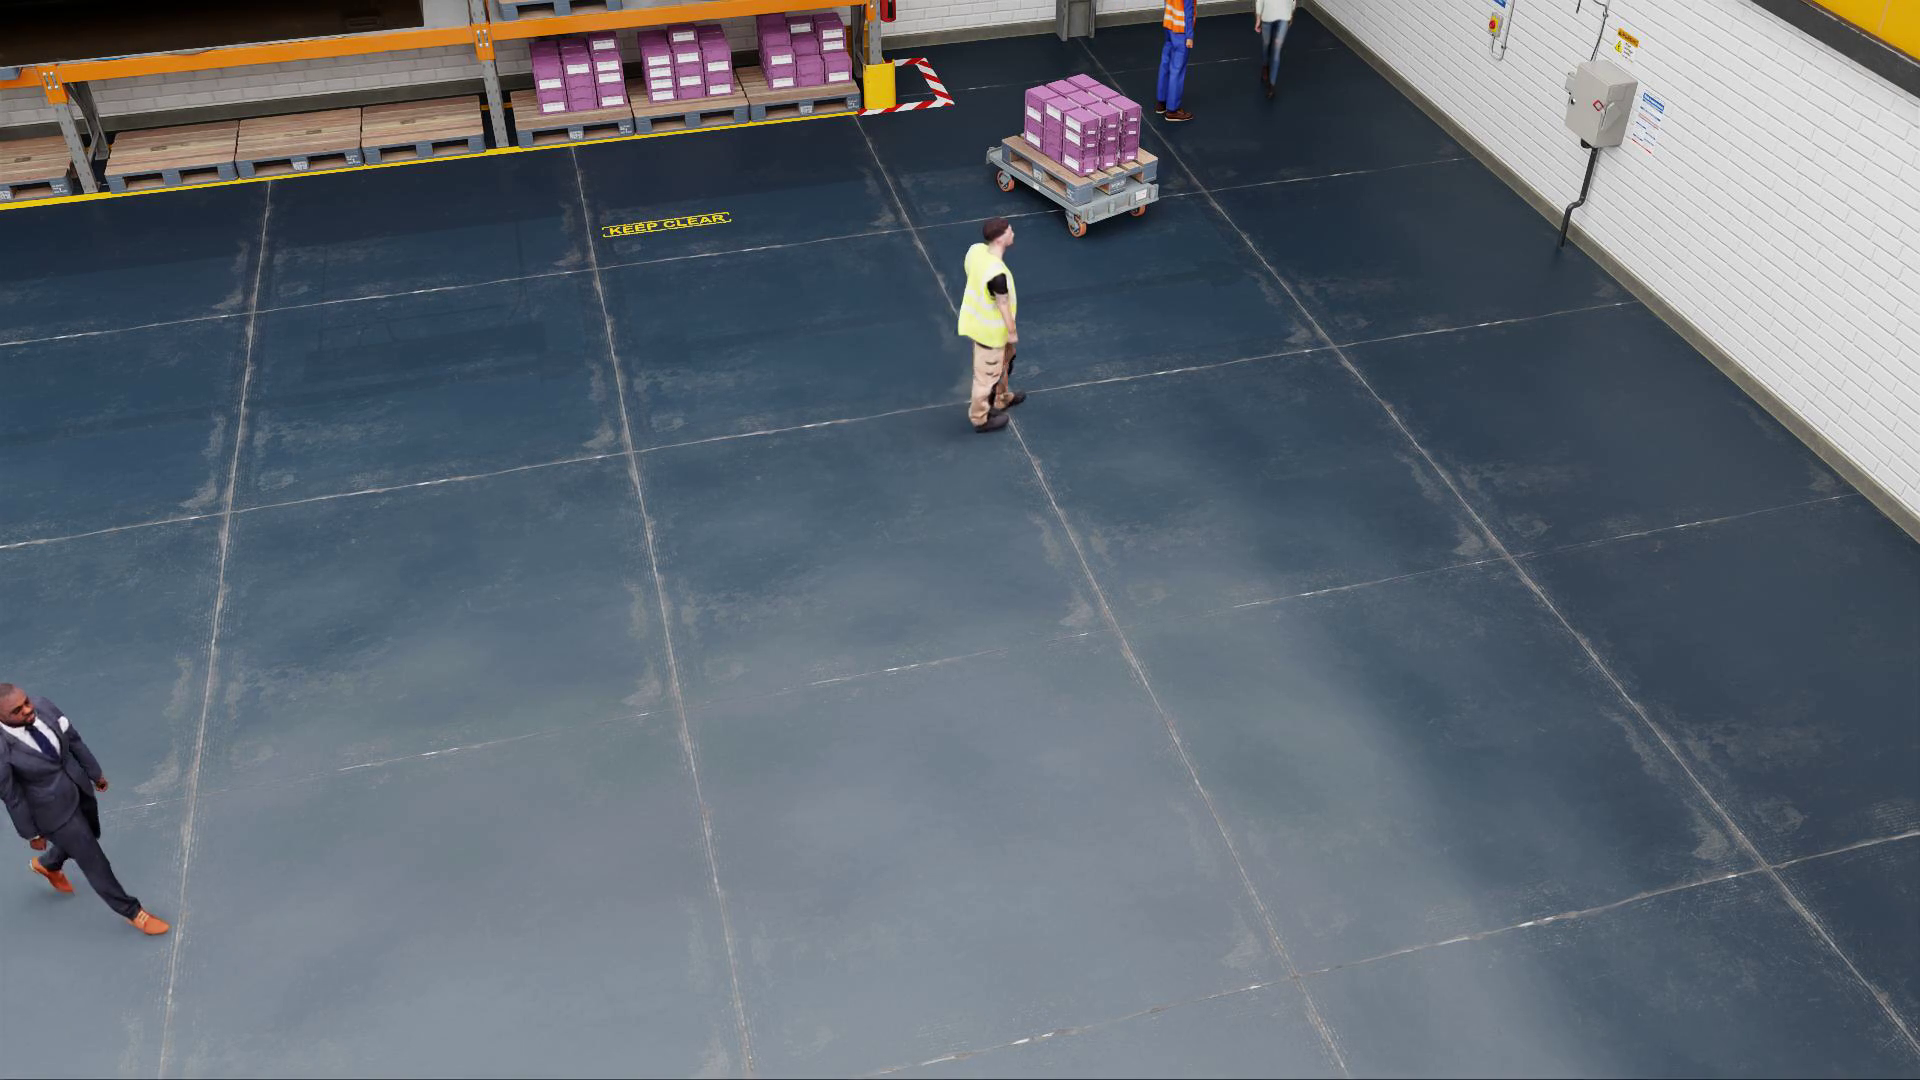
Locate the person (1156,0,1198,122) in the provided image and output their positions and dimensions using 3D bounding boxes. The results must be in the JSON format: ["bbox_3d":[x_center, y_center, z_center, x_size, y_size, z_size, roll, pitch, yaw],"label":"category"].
[{"bbox_3d":[2.284,-5.328,17.372,0.613,1.863,0.710,-13,40,-15],"label":"person"}]

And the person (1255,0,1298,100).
[{"bbox_3d":[3.400,-5.670,18.006,1.105,1.606,0.953,7,39,8],"label":"person"}]

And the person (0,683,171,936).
[{"bbox_3d":[-4.919,1.418,8.976,1.228,1.798,0.999,6,39,8],"label":"person"}]

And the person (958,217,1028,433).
[{"bbox_3d":[0.171,-1.629,12.769,0.879,1.827,0.747,-13,40,-16],"label":"person"}]
